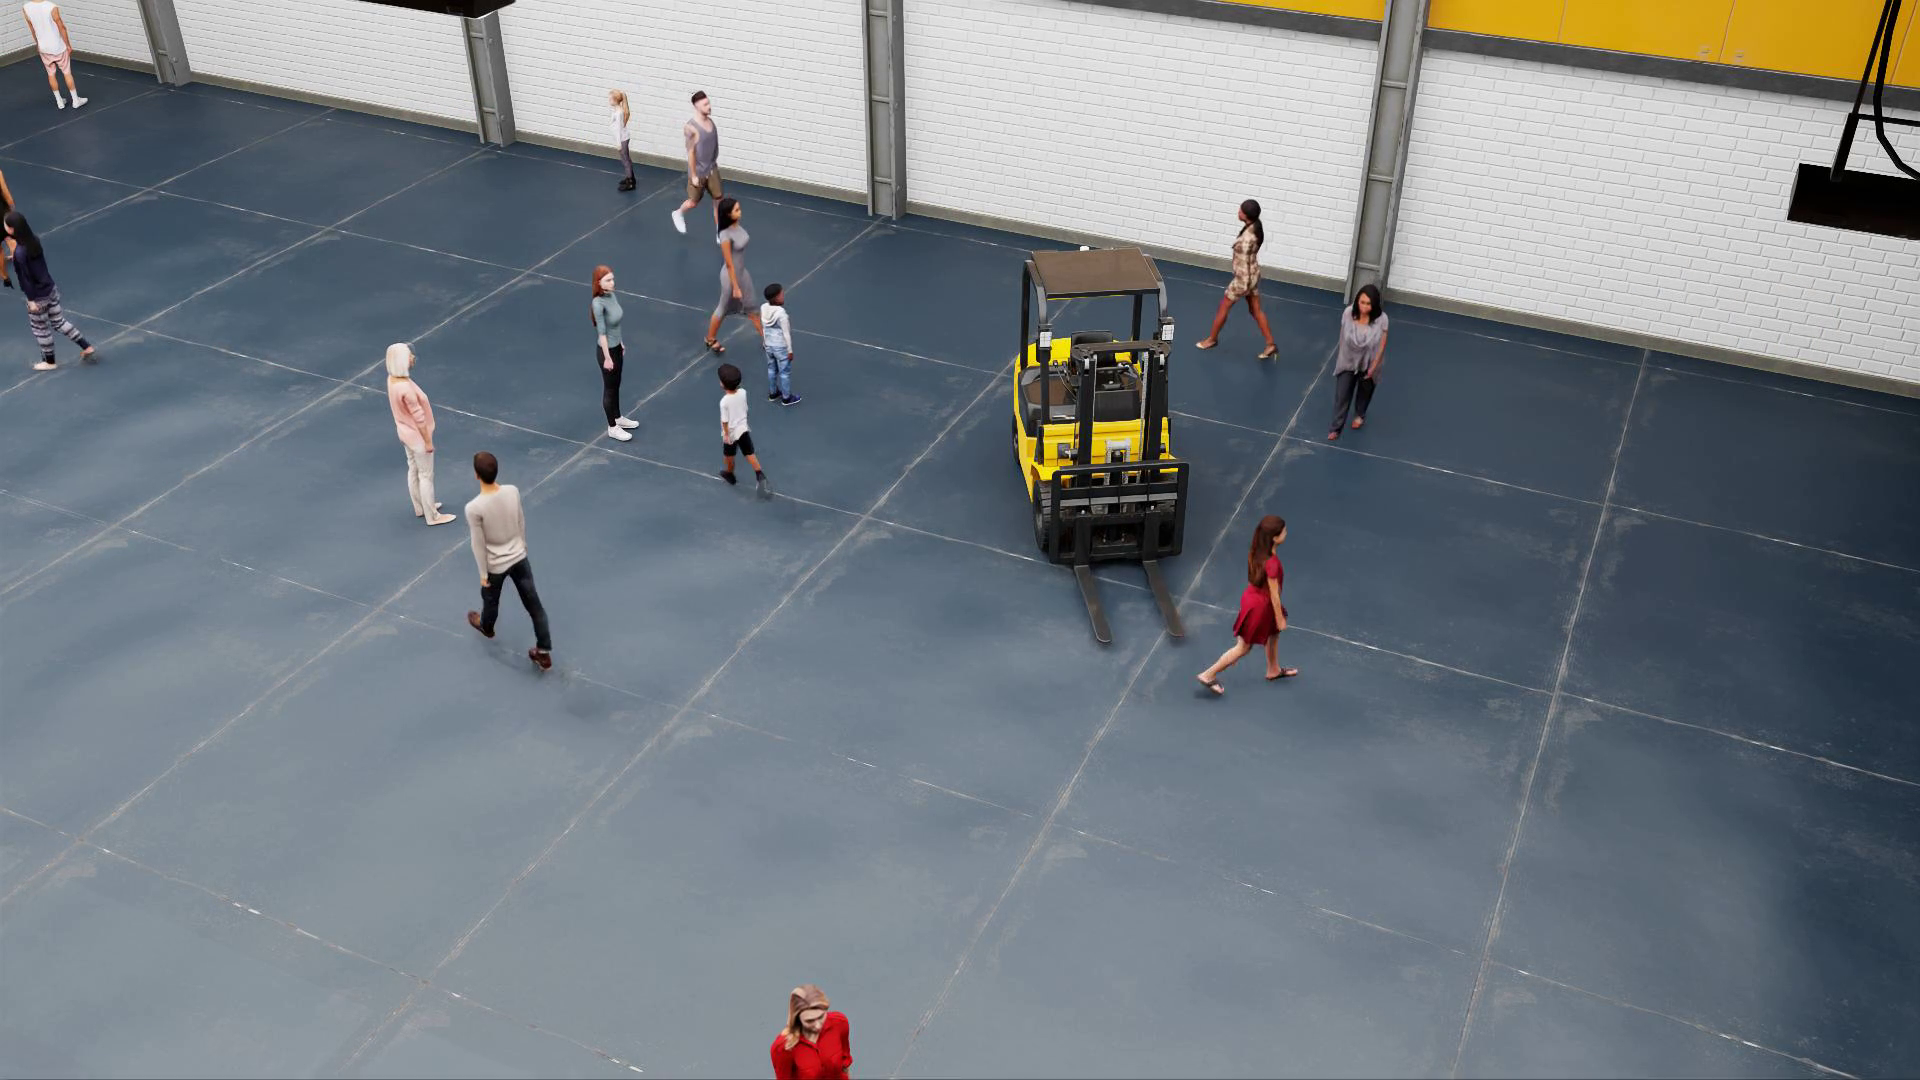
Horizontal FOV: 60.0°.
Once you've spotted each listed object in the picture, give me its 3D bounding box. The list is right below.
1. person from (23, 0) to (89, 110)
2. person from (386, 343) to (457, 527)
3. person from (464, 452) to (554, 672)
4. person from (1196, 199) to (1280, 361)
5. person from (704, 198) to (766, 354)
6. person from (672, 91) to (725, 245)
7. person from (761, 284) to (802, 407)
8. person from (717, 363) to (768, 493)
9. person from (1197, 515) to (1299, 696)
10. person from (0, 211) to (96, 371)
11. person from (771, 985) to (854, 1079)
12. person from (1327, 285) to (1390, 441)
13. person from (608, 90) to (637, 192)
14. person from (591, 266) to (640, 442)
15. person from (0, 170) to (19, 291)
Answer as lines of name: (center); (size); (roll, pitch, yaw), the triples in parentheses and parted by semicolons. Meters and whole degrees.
person: (-12.880, -7.021, 23.566); (0.676, 1.789, 0.787); (-2, 34, -4)
person: (-4.743, -0.926, 14.454); (0.736, 1.725, 0.605); (-25, 41, -33)
person: (-3.405, 0.216, 12.657); (1.256, 1.812, 0.934); (27, 42, 35)
person: (3.001, -2.604, 16.963); (1.103, 1.742, 0.629); (17, 37, 23)
person: (-2.397, -2.635, 17.025); (1.169, 1.725, 0.754); (8, 34, 12)
person: (-3.061, -4.326, 19.350); (1.189, 1.825, 0.803); (24, 40, 31)
person: (-1.802, -1.932, 16.388); (0.488, 1.260, 0.585); (25, 41, 32)
person: (-1.978, -0.995, 14.993); (0.885, 1.244, 0.662); (28, 43, 36)
person: (2.182, 0.518, 12.462); (1.115, 1.525, 0.901); (-3, 34, -4)
person: (-9.282, -2.540, 16.883); (0.950, 1.723, 0.812); (0, 34, 0)
person: (-0.760, 2.920, 8.686); (0.689, 1.704, 0.683); (-21, 39, -28)
person: (3.839, -1.731, 15.811); (0.915, 1.563, 0.681); (13, 36, 19)
person: (-4.282, -5.095, 21.131); (0.602, 1.275, 0.563); (-3, 34, -5)
person: (-3.297, -1.782, 15.727); (0.621, 1.742, 0.648); (5, 34, 7)
person: (-10.399, -3.380, 18.094); (1.225, 1.782, 0.866); (29, 43, 36)
